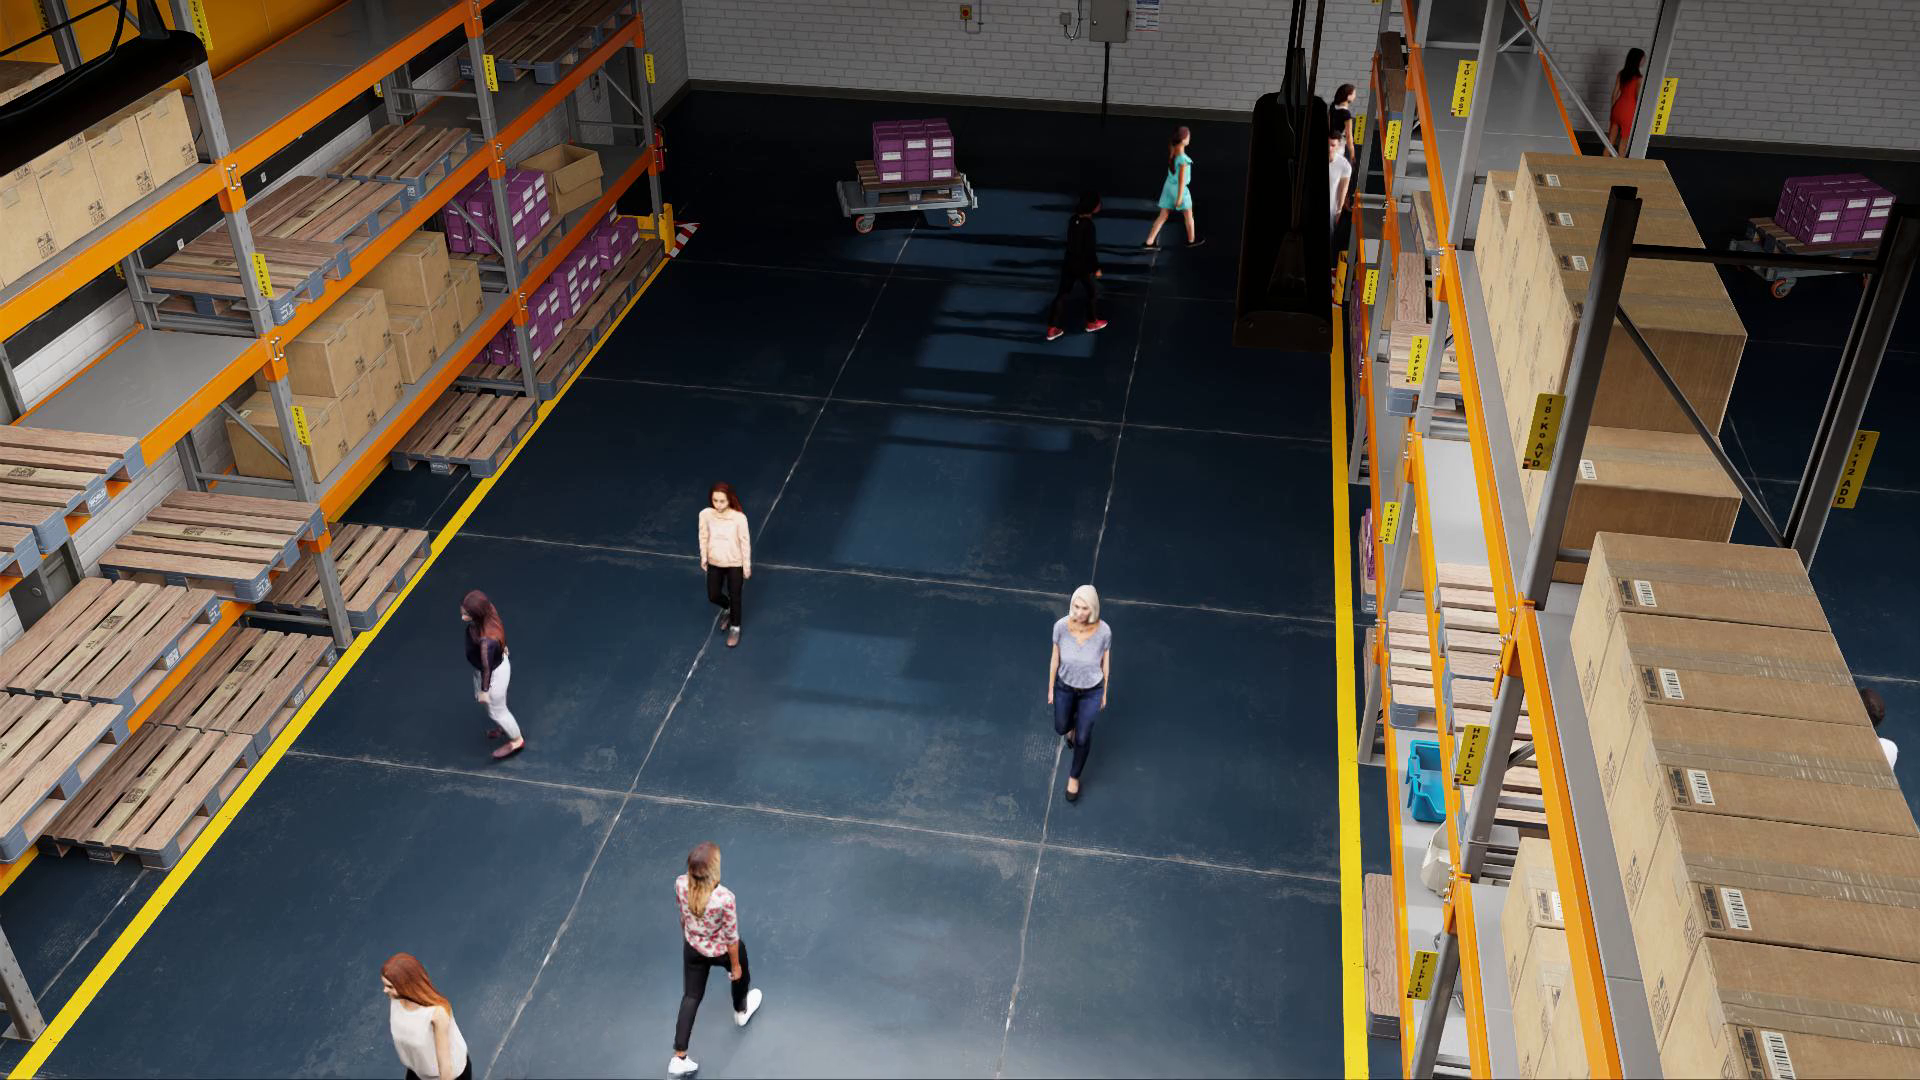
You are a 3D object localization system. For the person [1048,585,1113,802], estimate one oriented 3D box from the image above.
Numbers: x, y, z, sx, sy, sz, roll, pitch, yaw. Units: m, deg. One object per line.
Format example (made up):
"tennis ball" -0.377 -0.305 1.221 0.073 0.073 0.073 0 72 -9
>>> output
"person" 0.858 0.996 11.700 0.601 1.707 0.880 7 34 11

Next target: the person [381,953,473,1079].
"person" -2.766 2.790 9.003 0.691 1.703 0.769 13 36 18

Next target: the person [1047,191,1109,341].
"person" 1.200 -2.833 17.538 1.037 1.622 0.984 -24 40 -31

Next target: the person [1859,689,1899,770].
"person" 5.480 1.787 10.401 0.709 1.828 0.972 8 34 11

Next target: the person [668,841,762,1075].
"person" -1.489 2.426 9.643 0.759 1.602 1.125 14 36 20

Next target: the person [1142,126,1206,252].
"person" 2.467 -4.086 19.511 1.036 1.523 1.033 -17 37 -24

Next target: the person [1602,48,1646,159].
"person" 8.540 -5.460 21.403 0.726 1.718 0.655 -19 38 -26

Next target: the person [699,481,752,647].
"person" -1.839 0.143 13.193 0.573 1.475 0.590 7 34 10

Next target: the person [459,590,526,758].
"person" -3.333 0.950 11.895 0.816 1.567 0.641 -2 34 -3
